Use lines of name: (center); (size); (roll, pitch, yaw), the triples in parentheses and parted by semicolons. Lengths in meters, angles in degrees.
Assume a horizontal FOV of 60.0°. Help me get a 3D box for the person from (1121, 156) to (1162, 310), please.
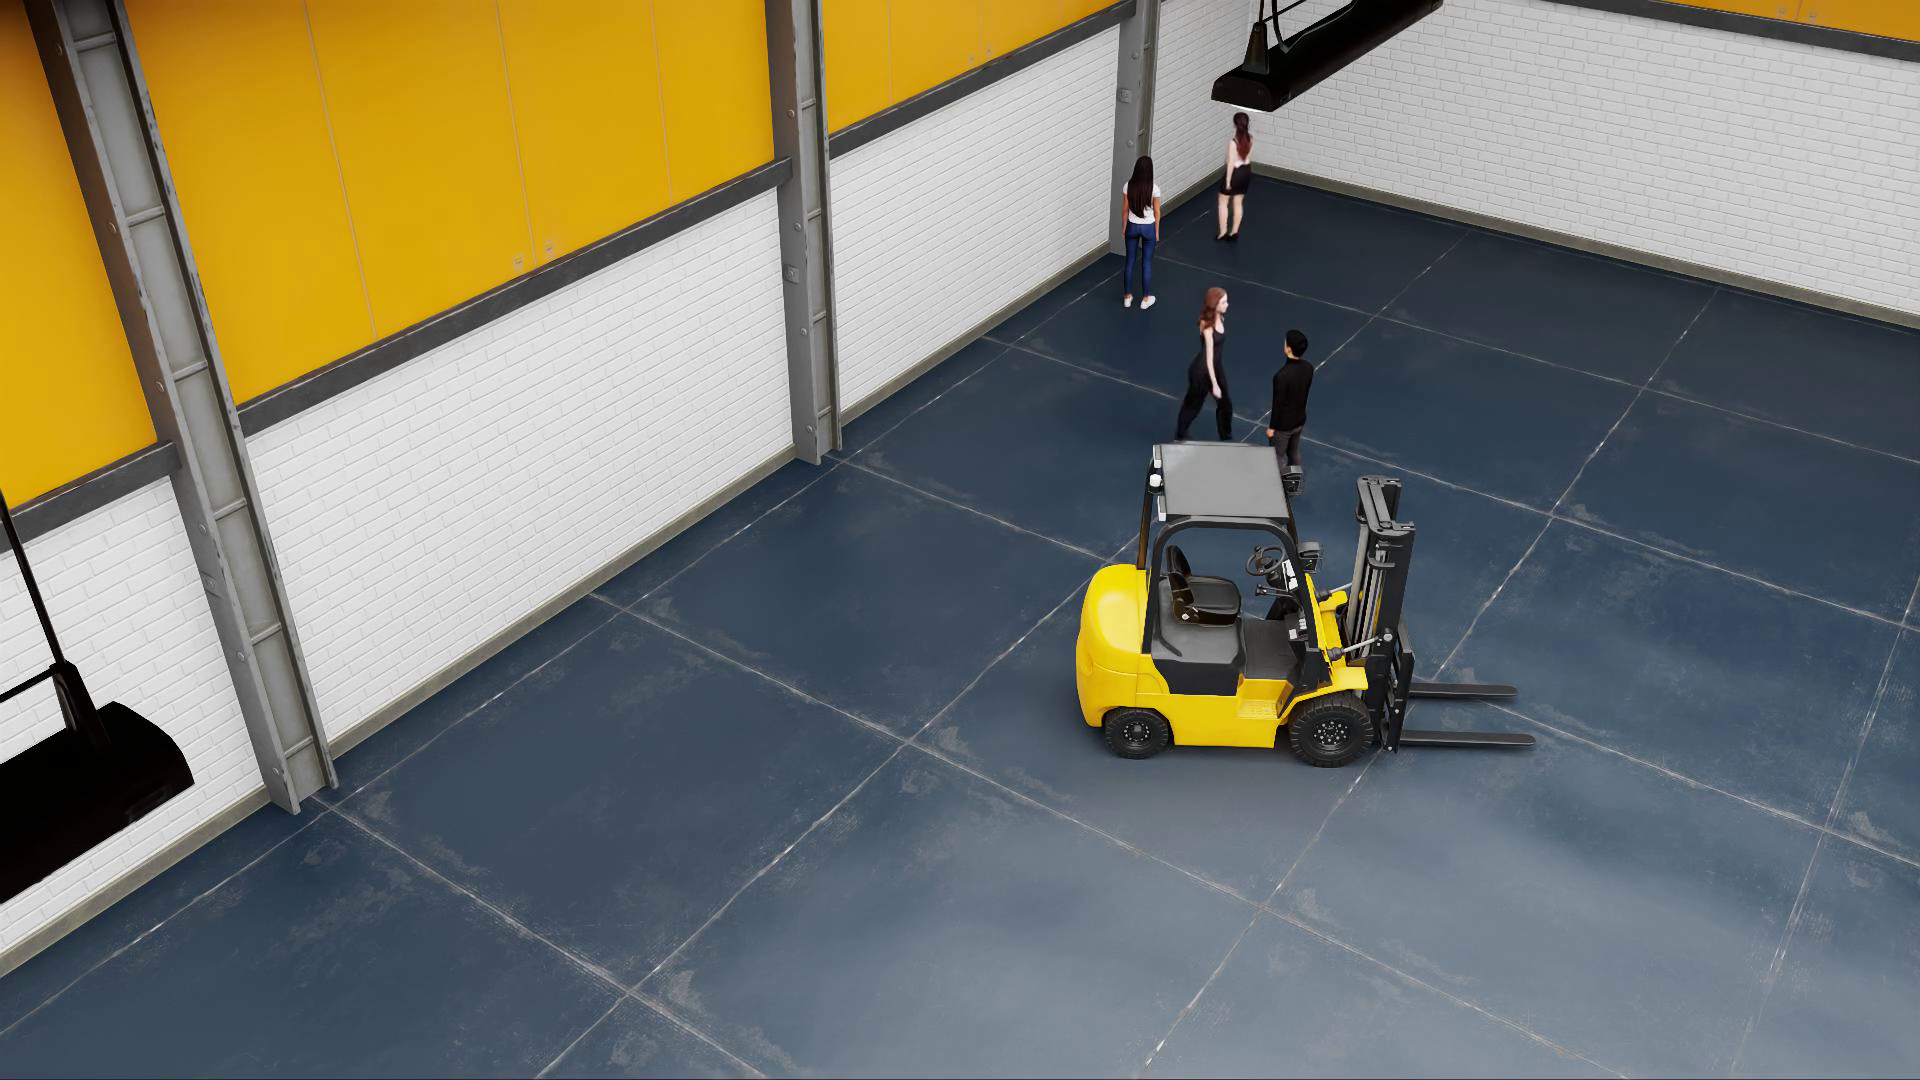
person: (2.024, -3.449, 18.642); (0.636, 1.775, 0.587); (12, 36, 18)

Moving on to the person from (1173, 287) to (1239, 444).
person: (2.273, -1.634, 15.964); (0.672, 1.717, 0.872); (20, 38, 27)

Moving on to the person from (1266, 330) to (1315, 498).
person: (2.997, -1.122, 15.188); (0.572, 1.723, 0.757); (-26, 41, -33)

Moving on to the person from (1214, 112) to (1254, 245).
person: (3.399, -4.357, 20.126); (0.599, 1.643, 0.706); (-23, 40, -30)
